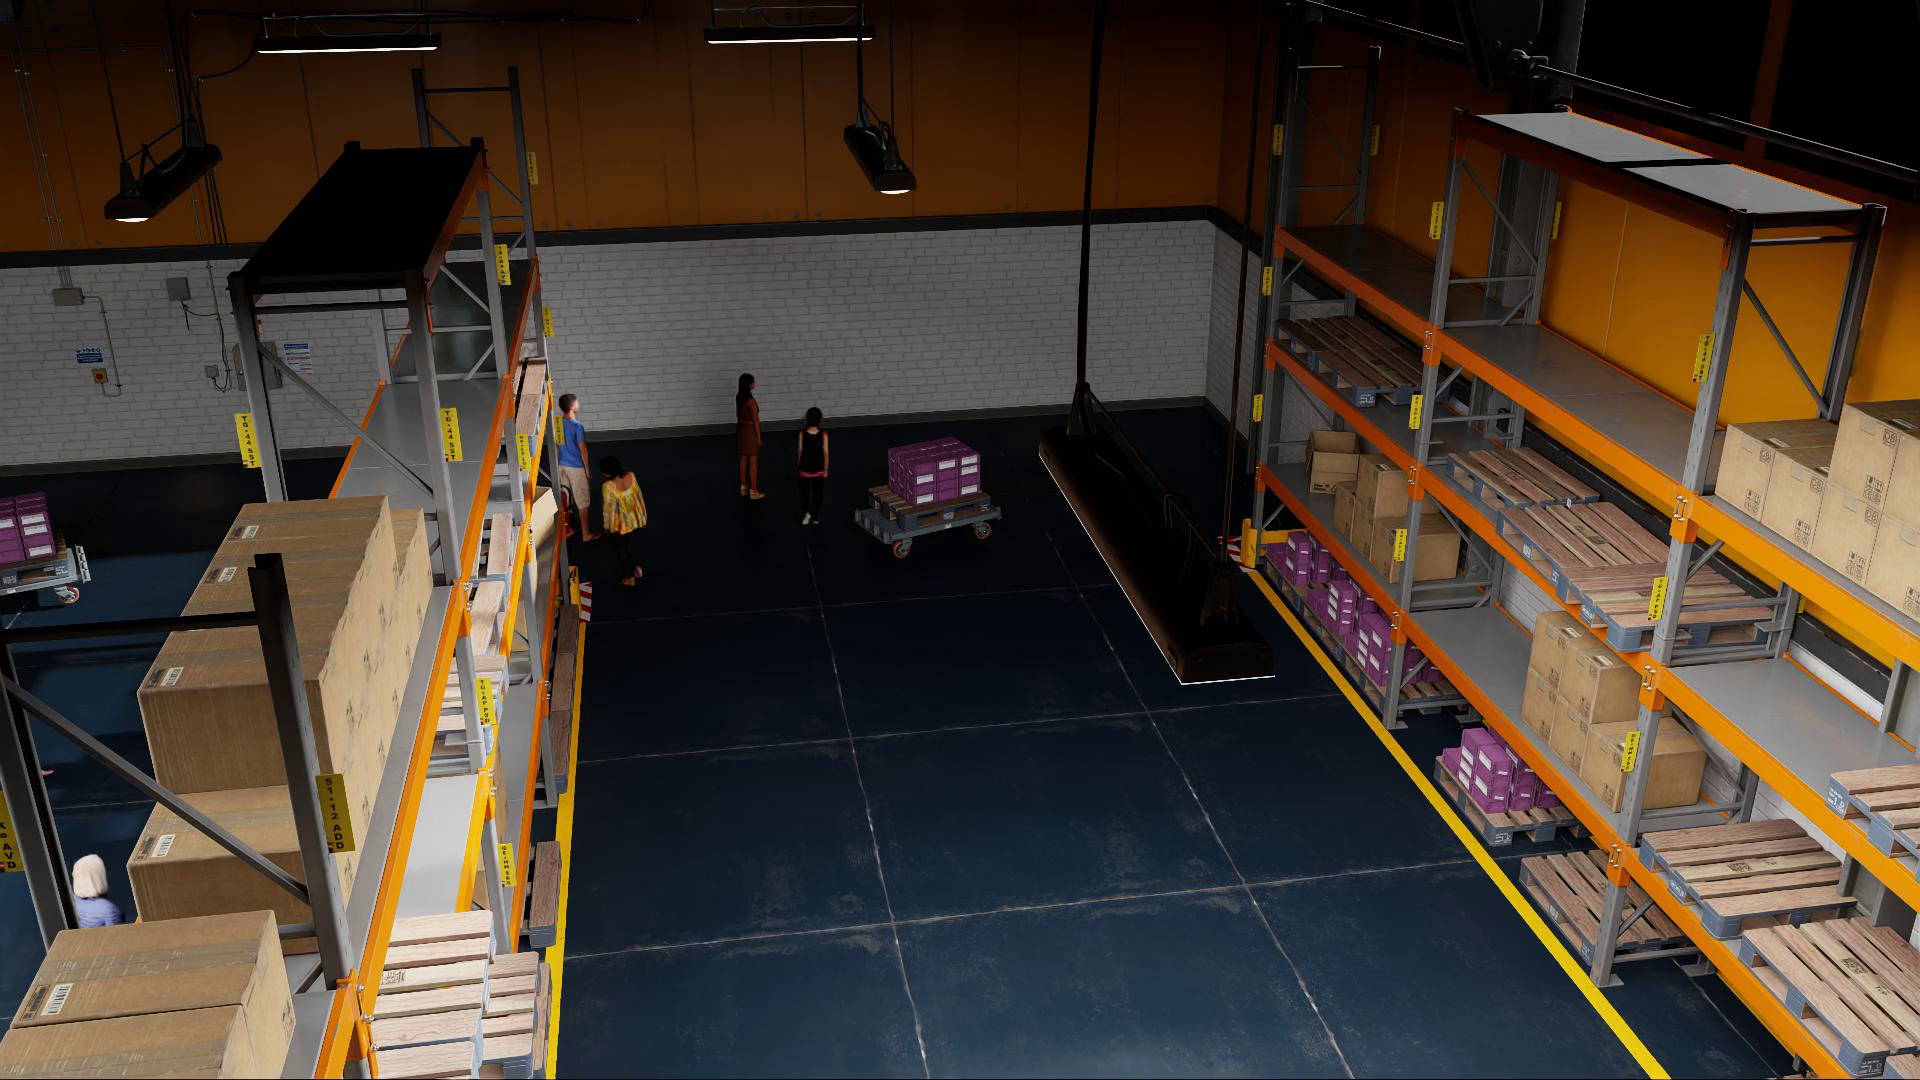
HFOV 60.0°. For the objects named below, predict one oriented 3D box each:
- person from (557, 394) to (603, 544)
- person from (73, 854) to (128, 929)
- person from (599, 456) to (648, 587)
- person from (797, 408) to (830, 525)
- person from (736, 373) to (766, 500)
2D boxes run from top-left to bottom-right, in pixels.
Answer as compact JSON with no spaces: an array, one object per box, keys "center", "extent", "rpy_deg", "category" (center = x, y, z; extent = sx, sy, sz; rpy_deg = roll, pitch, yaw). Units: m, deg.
[{"center":[-4.752,-0.890,20.402],"extent":[0.729,1.862,0.766],"rpy_deg":[13,27,27],"category":"person"},{"center":[-6.030,3.030,11.640],"extent":[0.961,1.697,1.182],"rpy_deg":[6,24,13],"category":"person"},{"center":[-3.832,-0.186,19.087],"extent":[0.930,1.625,0.871],"rpy_deg":[18,29,35],"category":"person"},{"center":[-1.844,-0.880,20.783],"extent":[0.606,1.538,0.773],"rpy_deg":[-2,24,-4],"category":"person"},{"center":[-2.759,-1.362,21.698],"extent":[0.707,1.689,0.606],"rpy_deg":[-20,30,-38],"category":"person"}]
